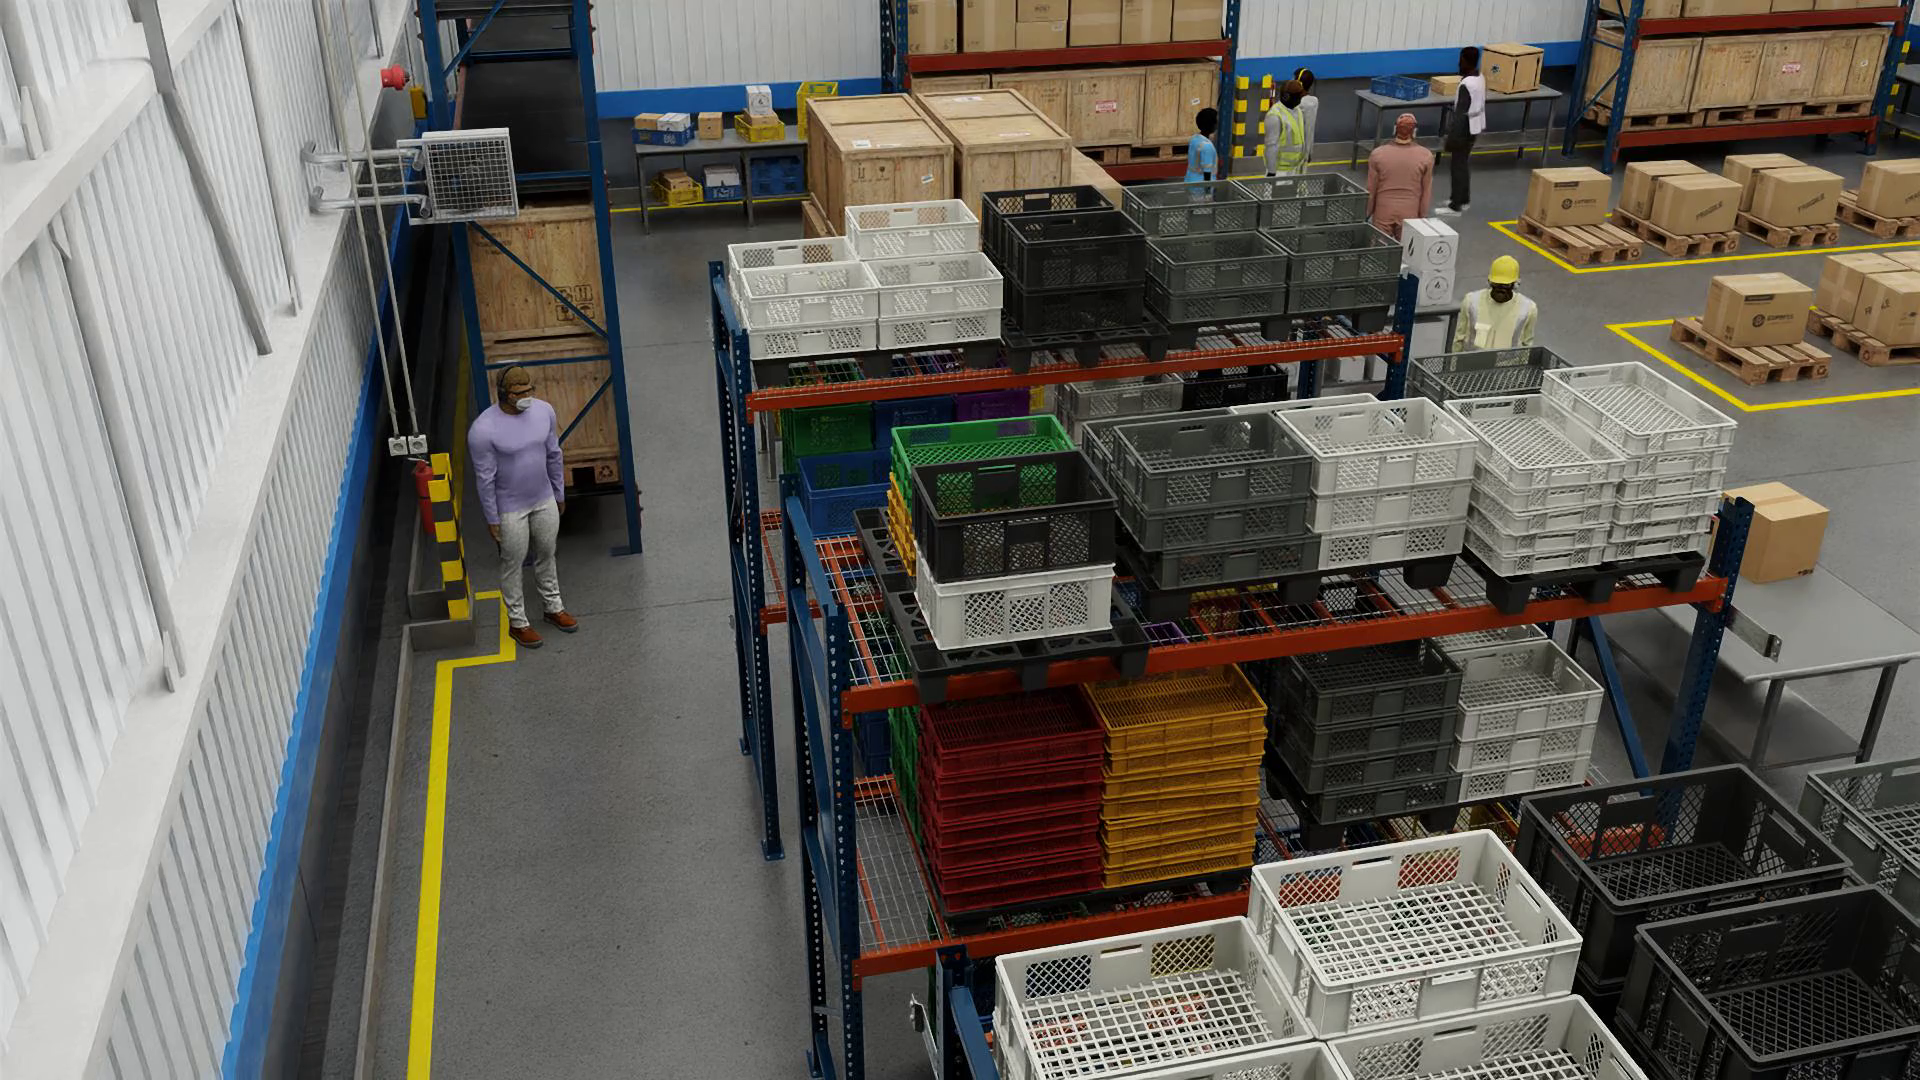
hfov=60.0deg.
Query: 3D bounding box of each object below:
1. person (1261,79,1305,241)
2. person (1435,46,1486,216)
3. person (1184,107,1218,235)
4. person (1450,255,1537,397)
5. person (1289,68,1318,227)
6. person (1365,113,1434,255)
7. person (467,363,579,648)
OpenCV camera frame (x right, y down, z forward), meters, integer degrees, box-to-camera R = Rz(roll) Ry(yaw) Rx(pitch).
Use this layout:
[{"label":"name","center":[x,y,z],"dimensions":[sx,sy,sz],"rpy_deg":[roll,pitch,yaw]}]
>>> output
[{"label":"person","center":[3.513,-4.079,18.086],"dimensions":[0.429,1.839,0.634],"rpy_deg":[18,33,30]},{"label":"person","center":[5.832,-4.704,19.201],"dimensions":[0.404,1.908,0.702],"rpy_deg":[17,32,29]},{"label":"person","center":[2.530,-3.699,17.513],"dimensions":[0.321,1.697,0.535],"rpy_deg":[-4,28,-8]},{"label":"person","center":[4.080,-1.313,12.844],"dimensions":[0.586,1.833,0.403],"rpy_deg":[9,29,16]},{"label":"person","center":[3.733,-4.266,18.415],"dimensions":[0.311,1.864,0.533],"rpy_deg":[19,33,32]},{"label":"person","center":[4.314,-3.260,16.460],"dimensions":[0.639,1.909,0.407],"rpy_deg":[6,28,11]},{"label":"person","center":[-2.798,-0.235,10.700],"dimensions":[0.374,1.933,0.625],"rpy_deg":[23,35,36]}]
